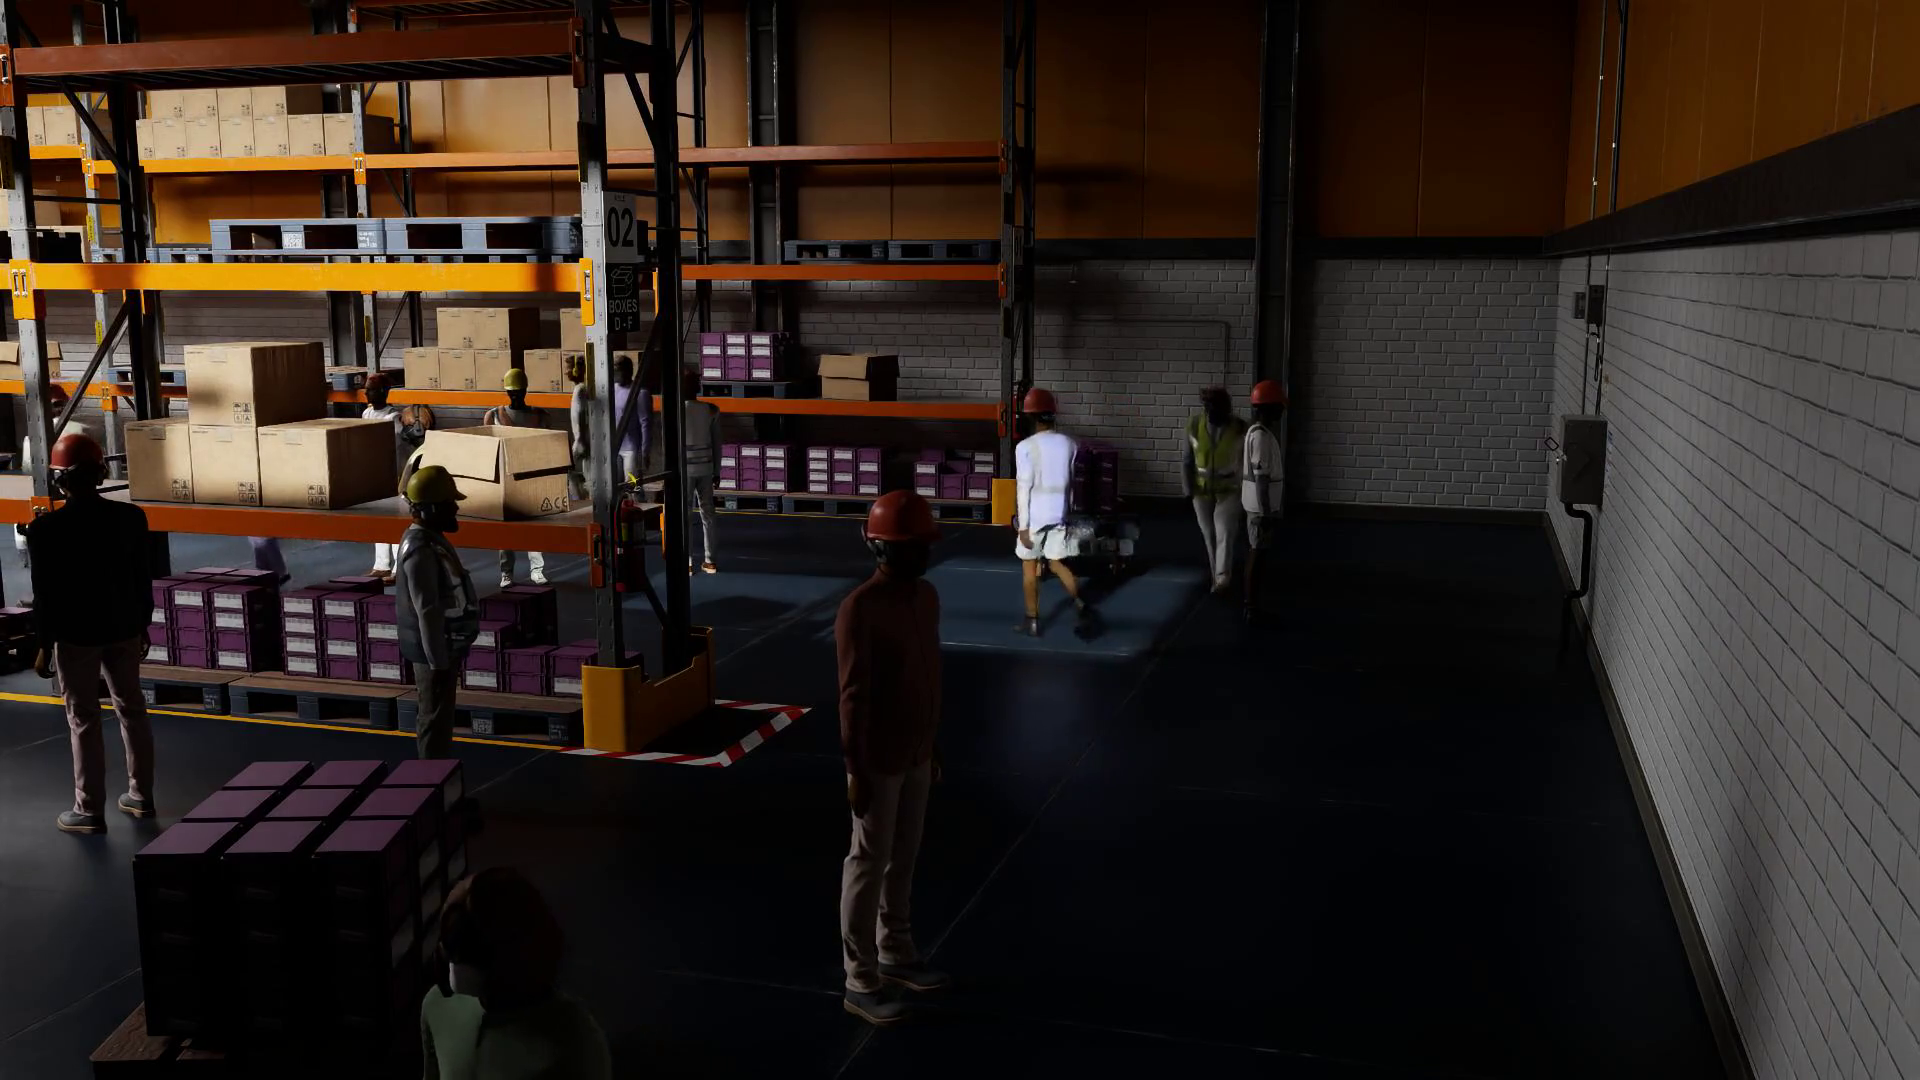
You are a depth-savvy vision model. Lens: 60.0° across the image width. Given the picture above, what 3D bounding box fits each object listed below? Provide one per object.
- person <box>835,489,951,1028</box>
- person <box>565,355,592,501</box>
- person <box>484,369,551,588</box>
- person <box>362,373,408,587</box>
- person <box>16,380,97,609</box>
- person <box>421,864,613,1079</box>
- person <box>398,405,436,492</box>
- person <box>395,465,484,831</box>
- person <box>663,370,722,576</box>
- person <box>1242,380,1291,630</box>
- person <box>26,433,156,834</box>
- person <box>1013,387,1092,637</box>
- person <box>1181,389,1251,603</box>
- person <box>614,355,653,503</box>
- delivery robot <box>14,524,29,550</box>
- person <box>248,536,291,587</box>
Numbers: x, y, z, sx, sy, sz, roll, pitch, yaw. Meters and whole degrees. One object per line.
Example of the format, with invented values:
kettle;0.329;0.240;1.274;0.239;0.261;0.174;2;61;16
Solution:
person;-0.233;0.797;6.259;0.395;1.994;0.613;5;11;29
person;-4.168;-1.078;18.107;0.532;1.851;0.566;0;9;2
person;-3.869;-0.545;14.642;0.588;1.927;0.370;-4;10;-24
person;-5.107;-0.534;14.710;0.576;1.884;0.354;7;12;37
person;-7.018;-0.270;12.930;1.040;1.932;0.638;3;10;17
person;-0.899;1.444;3.460;0.514;1.628;0.518;5;11;30
person;-3.810;-0.046;11.891;0.429;1.837;0.629;-3;10;-15
person;-2.605;0.537;8.334;0.403;1.833;0.590;-3;10;-18
person;-2.443;-0.611;15.180;0.574;1.884;0.356;-6;11;-32
person;2.374;-0.276;12.960;0.354;1.942;0.545;1;9;7
person;-4.320;0.462;8.303;0.376;1.995;0.612;6;11;31
person;0.673;-0.181;12.460;0.552;1.915;0.708;-6;11;-31
person;2.181;-0.385;14.120;0.622;1.784;0.996;4;10;21
person;-3.368;-0.892;16.769;0.659;1.939;0.396;6;11;31
delivery robot;-8.479;-0.056;15.552;0.707;0.478;0.477;4;10;22
person;-6.012;-0.450;14.177;0.428;1.887;0.674;2;10;14
